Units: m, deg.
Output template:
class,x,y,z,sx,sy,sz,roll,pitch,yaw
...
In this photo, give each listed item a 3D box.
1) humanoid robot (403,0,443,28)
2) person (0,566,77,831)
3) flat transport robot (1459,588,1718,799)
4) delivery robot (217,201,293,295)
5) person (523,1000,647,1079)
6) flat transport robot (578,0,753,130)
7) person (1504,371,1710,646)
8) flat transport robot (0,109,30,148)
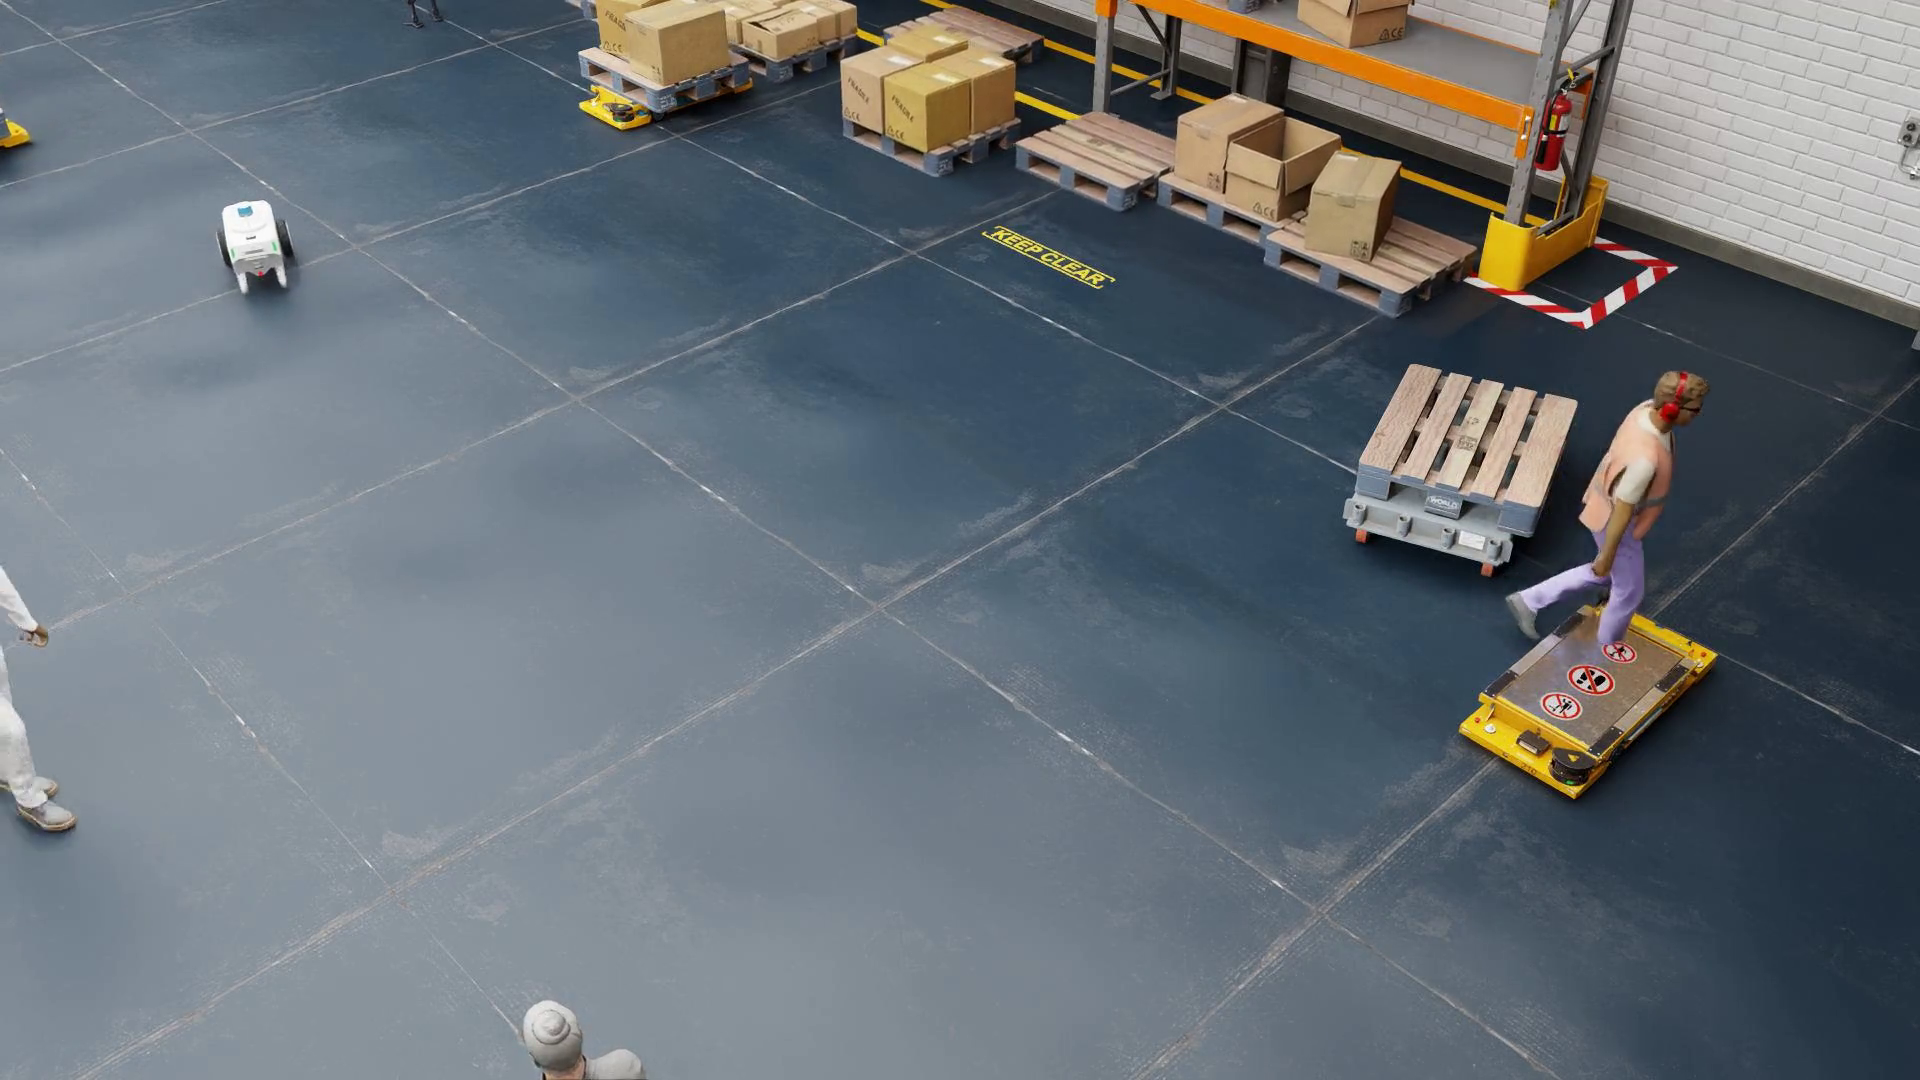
class,x,y,z,sx,sy,sz,roll,pitch,yaw
humanoid robot,-5.370,-5.816,16.053,0.599,1.657,0.315,-30,46,-33
person,-4.403,0.523,7.524,0.682,1.865,0.578,6,37,8
flat transport robot,3.247,0.756,8.532,1.431,0.231,0.659,-30,46,-33
delivery robot,-5.182,-2.196,12.196,0.499,0.586,0.773,-14,39,-18
person,-1.191,2.106,5.440,0.511,1.844,0.340,-29,46,-33
flat transport robot,-2.615,-4.021,14.856,1.431,0.231,0.659,-30,46,-33
person,3.259,-0.097,8.379,0.710,1.811,0.577,12,39,16
flat transport robot,-8.638,-3.284,13.881,0.659,0.231,1.431,28,45,32
